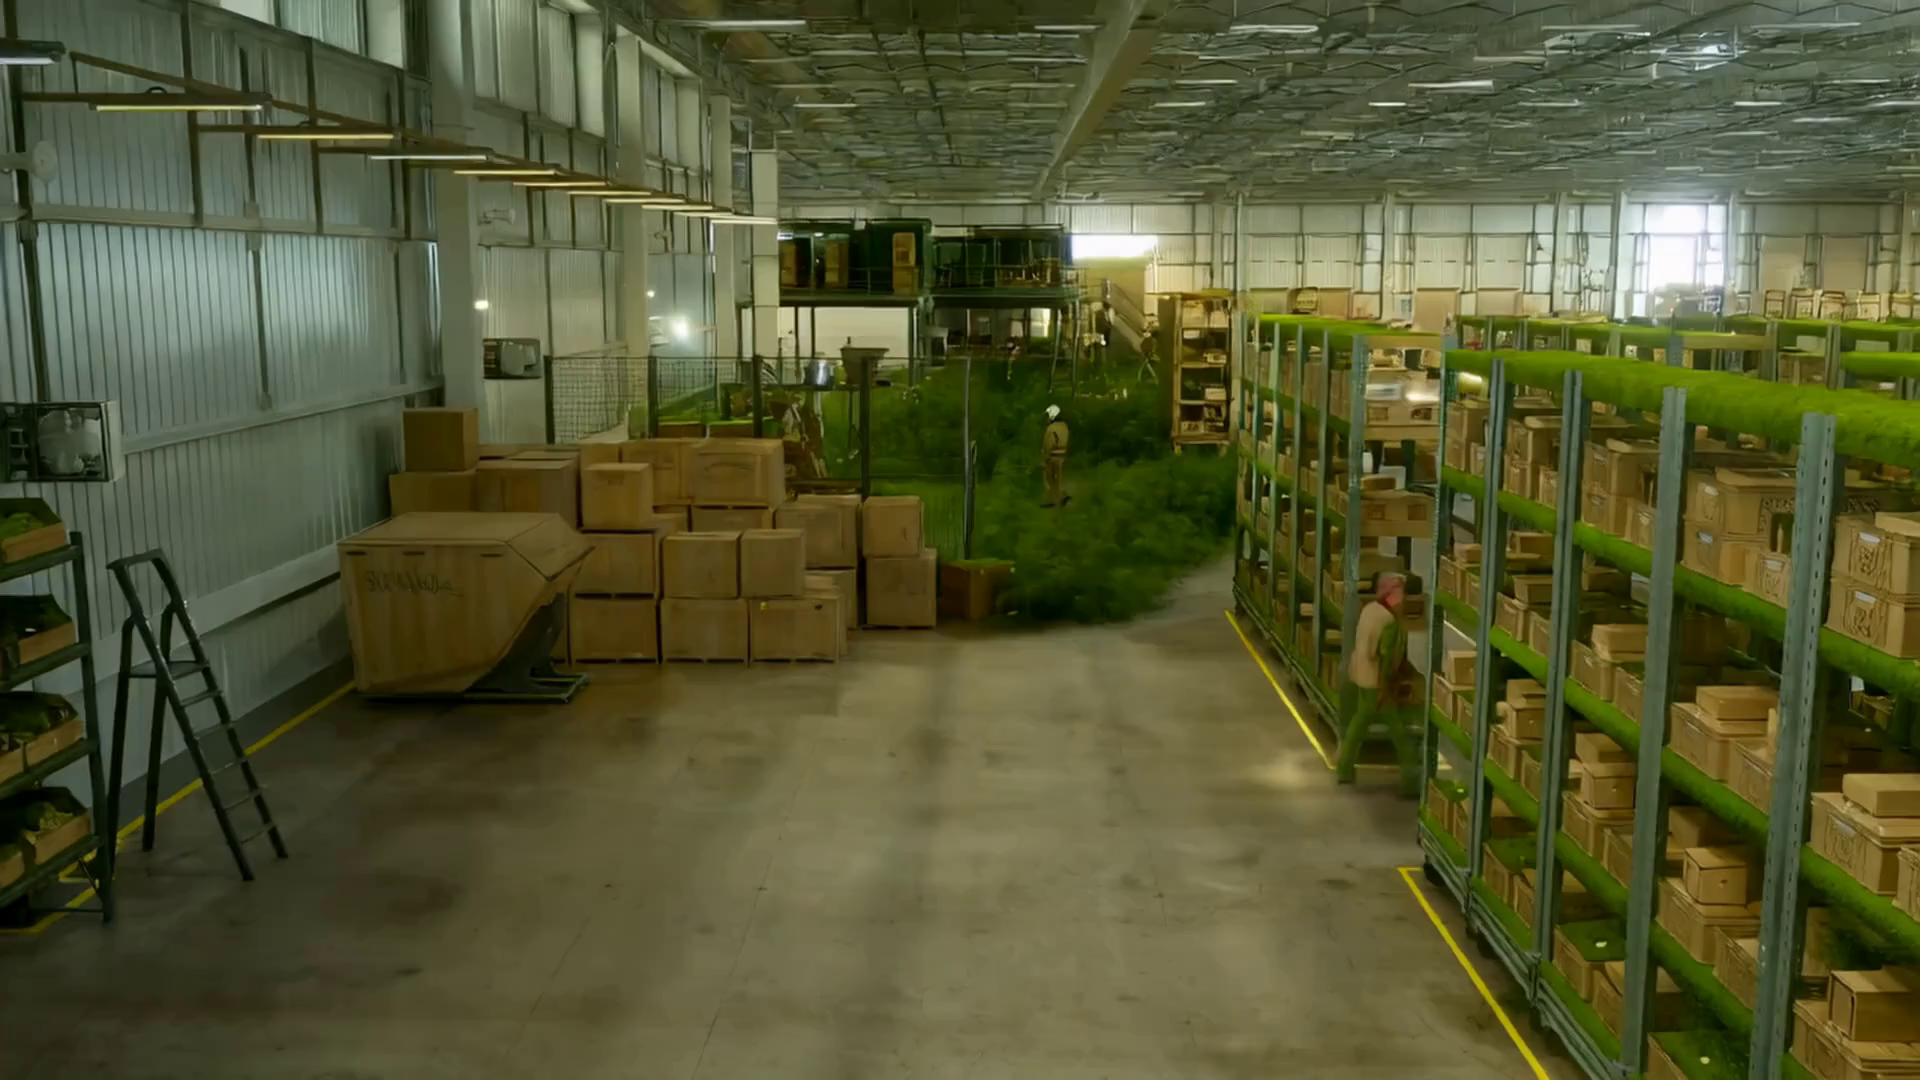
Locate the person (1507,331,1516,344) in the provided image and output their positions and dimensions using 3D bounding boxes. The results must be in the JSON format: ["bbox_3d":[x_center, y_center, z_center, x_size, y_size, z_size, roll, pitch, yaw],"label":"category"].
[{"bbox_3d":[25.151,-9.045,75.959,0.942,1.712,0.529,-6,11,-31],"label":"person"}]

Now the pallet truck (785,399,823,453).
[{"bbox_3d":[-3.814,-2.432,36.419,1.630,1.274,0.653,0,9,1],"label":"pallet truck"}]

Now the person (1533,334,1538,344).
[{"bbox_3d":[22.272,-7.326,64.925,0.534,1.853,0.664,9,13,43],"label":"person"}]

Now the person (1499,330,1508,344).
[{"bbox_3d":[28.127,-10.654,85.624,0.963,1.802,0.634,1,9,9],"label":"person"}]

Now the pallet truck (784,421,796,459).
[{"bbox_3d":[-4.013,-1.793,32.705,1.601,1.201,0.680,0,9,1],"label":"pallet truck"}]

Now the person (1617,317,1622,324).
[{"bbox_3d":[34.610,-10.898,87.551,0.842,1.661,0.553,9,13,43],"label":"person"}]

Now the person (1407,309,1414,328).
[{"bbox_3d":[25.615,-12.191,94.735,0.398,1.918,0.587,8,12,39],"label":"person"}]

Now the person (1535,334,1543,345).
[{"bbox_3d":[24.144,-8.180,69.745,0.613,1.995,0.391,1,9,3],"label":"person"}]

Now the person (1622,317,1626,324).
[{"bbox_3d":[31.011,-9.438,77.751,0.587,1.918,0.398,5,10,26],"label":"person"}]

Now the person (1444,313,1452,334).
[{"bbox_3d":[25.147,-10.758,85.841,0.412,1.940,0.601,-2,10,-14],"label":"person"}]

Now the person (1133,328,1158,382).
[{"bbox_3d":[6.898,-6.847,61.483,0.893,2.013,0.614,5,10,26],"label":"person"}]

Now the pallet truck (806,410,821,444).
[{"bbox_3d":[-3.559,-2.018,33.905,1.522,1.261,0.704,0,9,-1],"label":"pallet truck"}]

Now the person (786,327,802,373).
[{"bbox_3d":[-6.711,-7.620,66.786,0.989,1.827,0.583,0,9,-1],"label":"person"}]

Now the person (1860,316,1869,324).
[{"bbox_3d":[43.809,-9.947,80.933,0.634,1.909,0.867,-5,10,-27],"label":"person"}]

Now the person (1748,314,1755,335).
[{"bbox_3d":[41.874,-11.078,88.195,0.858,1.817,0.517,-1,9,-5],"label":"person"}]

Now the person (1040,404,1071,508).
[{"bbox_3d":[1.655,-1.430,28.662,0.685,1.815,0.612,7,11,36],"label":"person"}]

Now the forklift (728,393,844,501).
[{"bbox_3d":[-2.979,-1.316,26.476,2.680,1.987,1.157,0,9,1],"label":"forklift"}]

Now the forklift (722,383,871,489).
[{"bbox_3d":[-2.893,-1.687,28.729,2.680,1.987,1.157,0,9,-1],"label":"forklift"}]

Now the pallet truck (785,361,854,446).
[{"bbox_3d":[-3.410,-3.193,38.978,1.885,1.965,0.823,0,9,-1],"label":"pallet truck"}]

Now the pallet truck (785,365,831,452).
[{"bbox_3d":[-3.774,-2.976,37.635,1.885,1.965,0.823,1,9,5],"label":"pallet truck"}]

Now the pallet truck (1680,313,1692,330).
[{"bbox_3d":[36.315,-10.531,84.244,0.823,1.965,1.885,-6,11,-33],"label":"pallet truck"}]

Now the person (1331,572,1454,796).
[{"bbox_3d":[3.355,1.132,12.916,0.952,1.799,0.572,-1,9,-9],"label":"person"}]

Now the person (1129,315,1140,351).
[{"bbox_3d":[8.878,-10.547,84.928,0.646,1.839,0.429,4,10,25],"label":"person"}]
